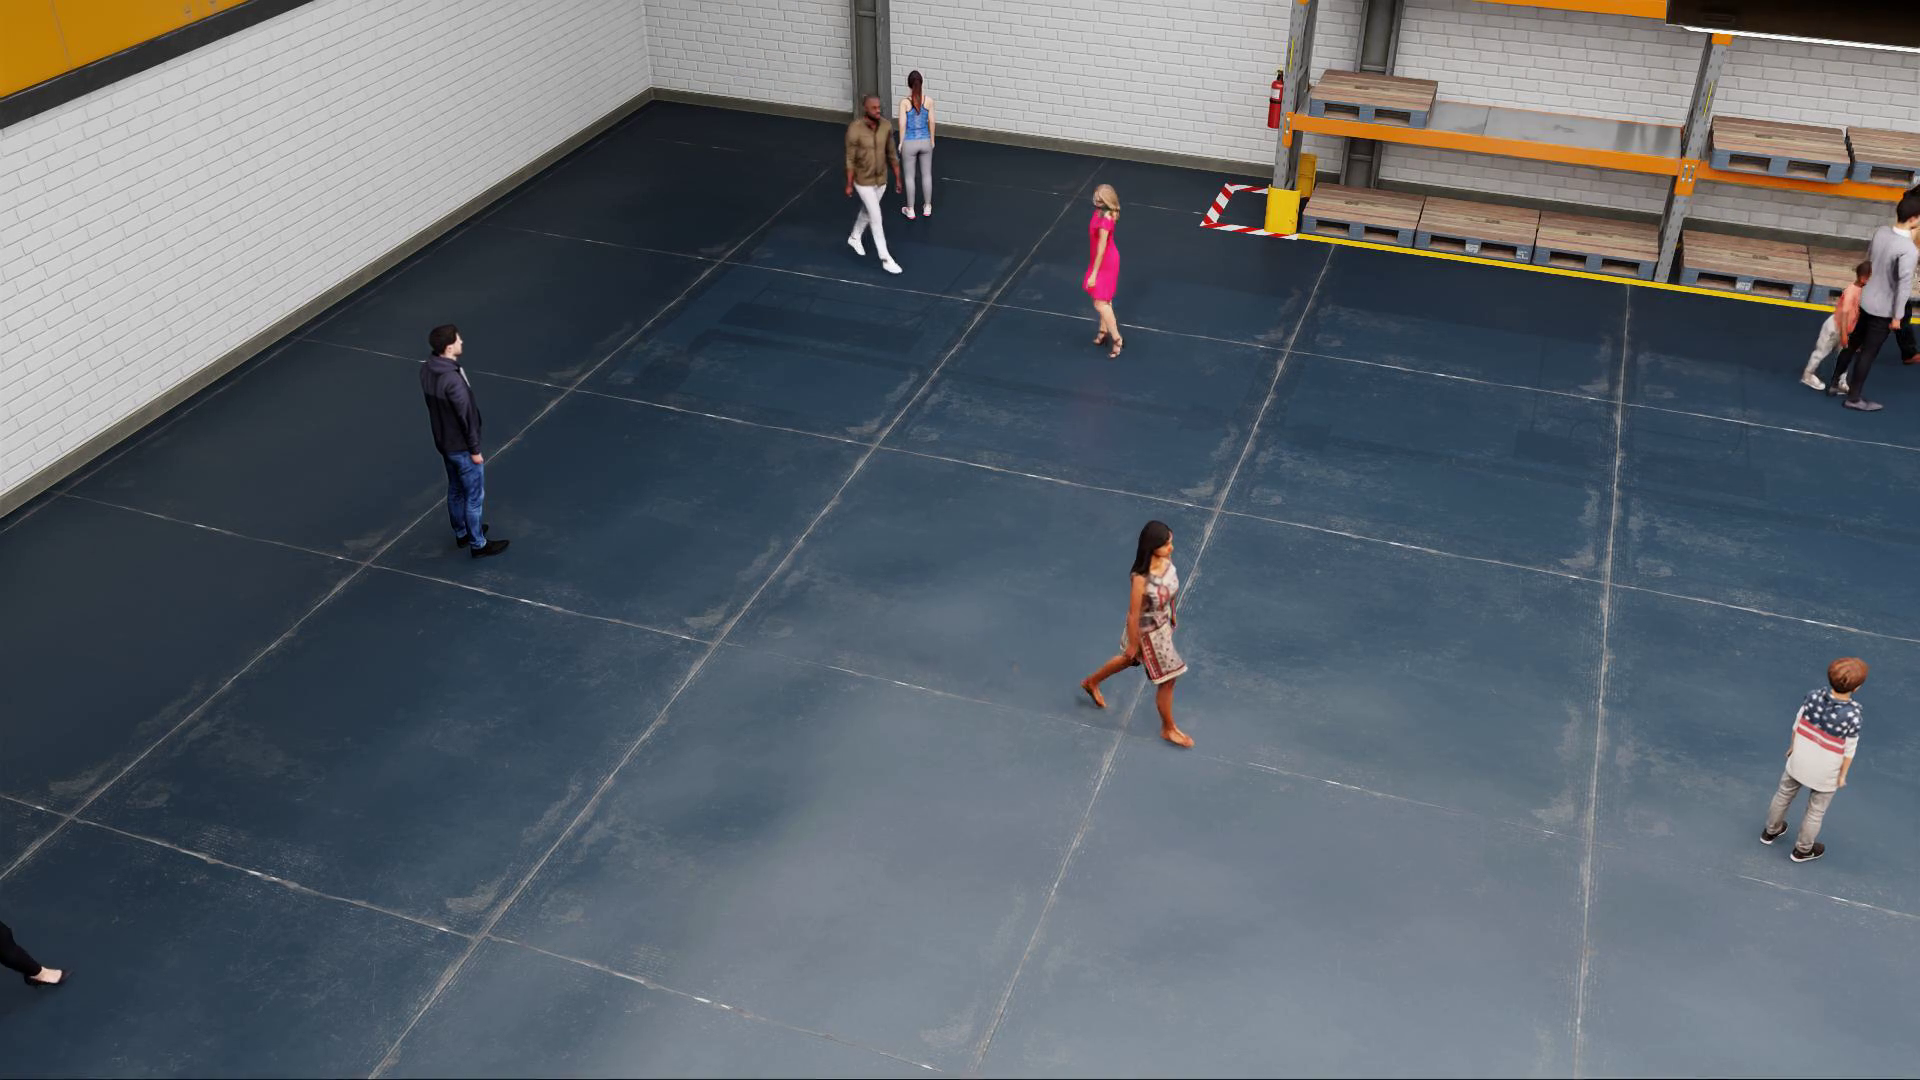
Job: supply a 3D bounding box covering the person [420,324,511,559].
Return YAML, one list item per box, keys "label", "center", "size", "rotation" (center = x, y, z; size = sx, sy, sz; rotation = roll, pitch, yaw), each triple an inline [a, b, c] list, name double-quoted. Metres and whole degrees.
- label: "person"
  center: [-3.779, -0.742, 12.494]
  size: [0.819, 1.892, 0.674]
  rotation: [-28, 43, -35]

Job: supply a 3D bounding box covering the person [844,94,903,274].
- label: "person"
  center: [-0.963, -3.687, 17.022]
  size: [1.115, 1.784, 1.299]
  rotation: [-24, 40, -31]

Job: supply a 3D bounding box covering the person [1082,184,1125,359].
- label: "person"
  center: [1.343, -2.535, 15.365]
  size: [0.693, 1.698, 0.686]
  rotation: [15, 37, 22]

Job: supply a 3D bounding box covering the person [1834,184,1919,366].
- label: "person"
  center: [8.462, -2.434, 15.203]
  size: [1.123, 1.709, 0.680]
  rotation: [13, 36, 18]

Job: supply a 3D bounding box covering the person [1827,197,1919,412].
- label: "person"
  center: [7.983, -2.070, 14.464]
  size: [0.790, 1.921, 0.831]
  rotation: [-3, 34, -4]

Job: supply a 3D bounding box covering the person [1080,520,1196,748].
- label: "person"
  center: [1.147, 0.557, 10.795]
  size: [1.139, 1.608, 0.728]
  rotation: [17, 37, 23]

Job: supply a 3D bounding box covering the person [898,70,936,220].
- label: "person"
  center: [-0.479, -4.310, 18.117]
  size: [0.635, 1.608, 0.711]
  rotation: [-11, 35, -16]

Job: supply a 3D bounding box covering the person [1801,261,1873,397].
- label: "person"
  center: [7.784, -1.927, 14.824]
  size: [0.739, 1.286, 0.846]
  rotation: [-23, 40, -30]

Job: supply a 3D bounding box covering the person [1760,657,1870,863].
- label: "person"
  center: [5.090, 1.283, 9.856]
  size: [0.657, 1.438, 0.574]
  rotation: [-21, 39, -29]
